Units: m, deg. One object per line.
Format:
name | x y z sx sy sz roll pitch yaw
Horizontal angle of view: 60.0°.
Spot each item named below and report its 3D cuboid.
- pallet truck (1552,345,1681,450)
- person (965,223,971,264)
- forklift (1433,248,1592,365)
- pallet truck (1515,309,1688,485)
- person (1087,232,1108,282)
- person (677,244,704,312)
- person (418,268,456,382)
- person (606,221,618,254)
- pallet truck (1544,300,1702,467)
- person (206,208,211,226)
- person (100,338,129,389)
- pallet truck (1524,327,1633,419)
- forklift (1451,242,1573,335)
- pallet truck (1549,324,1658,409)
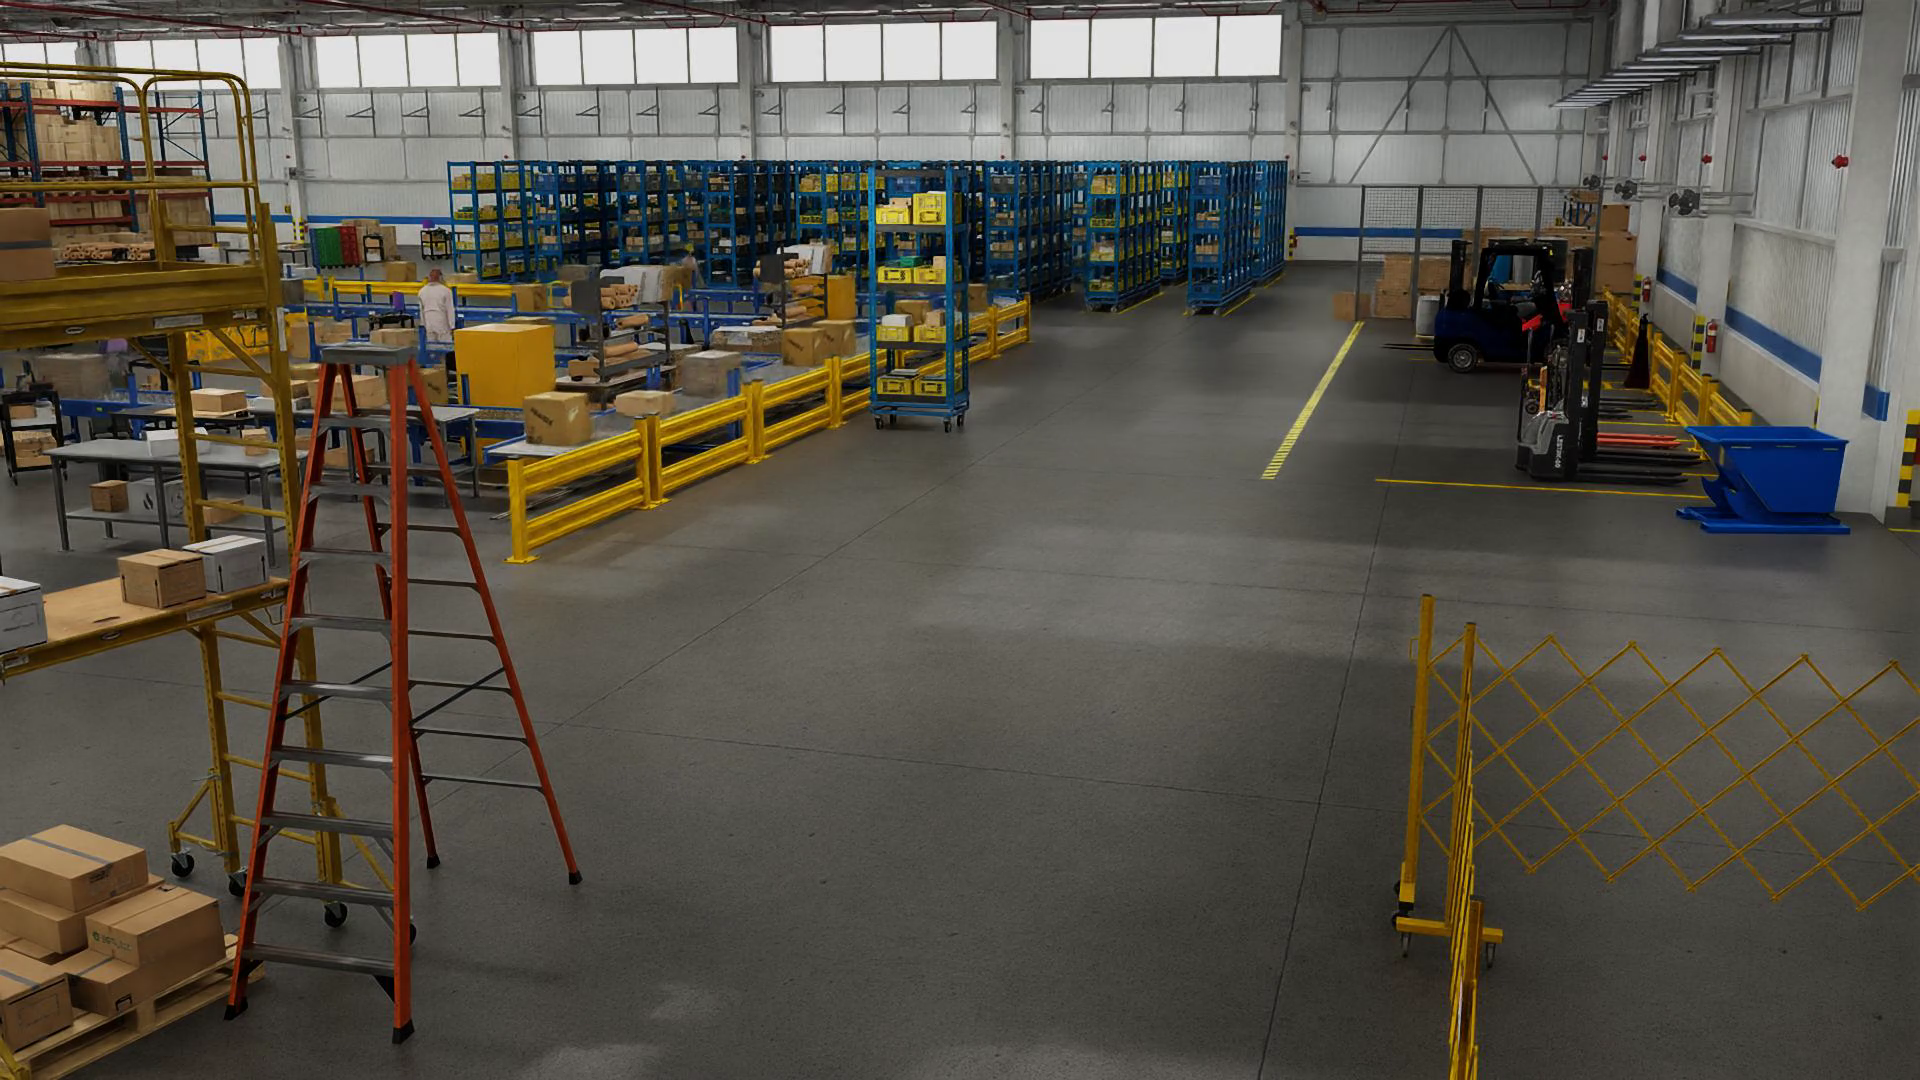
pallet truck | 8.641 -1.896 21.908 1.630 1.274 0.653 4 14 16
person | 0.265 -9.307 52.402 0.372 1.997 0.622 6 14 25
forklift | 9.780 -4.111 29.280 2.680 1.987 1.157 3 13 14
pallet truck | 7.554 -1.677 19.446 1.885 1.965 0.823 3 13 14
person | 4.023 -8.108 47.639 0.881 1.817 0.579 6 14 23
person | -6.398 -6.134 39.311 0.930 1.719 0.538 5 14 22
person | -8.801 -3.627 28.106 0.644 1.899 0.396 4 14 16
person | -11.428 -9.757 54.791 0.582 1.800 0.832 1 13 3
pallet truck | 8.263 -1.952 20.631 1.885 1.965 0.823 5 14 20
person | -29.492 -12.135 65.192 0.570 1.733 0.711 -3 13 -12
person | -12.315 -2.790 24.158 0.388 2.039 0.613 2 13 8
pallet truck | 9.065 -2.460 24.370 1.522 1.261 0.704 3 13 14
forklift | 10.464 -4.597 31.405 2.680 1.987 1.157 4 14 16
pallet truck | 9.824 -2.669 25.407 1.601 1.201 0.680 4 14 16
